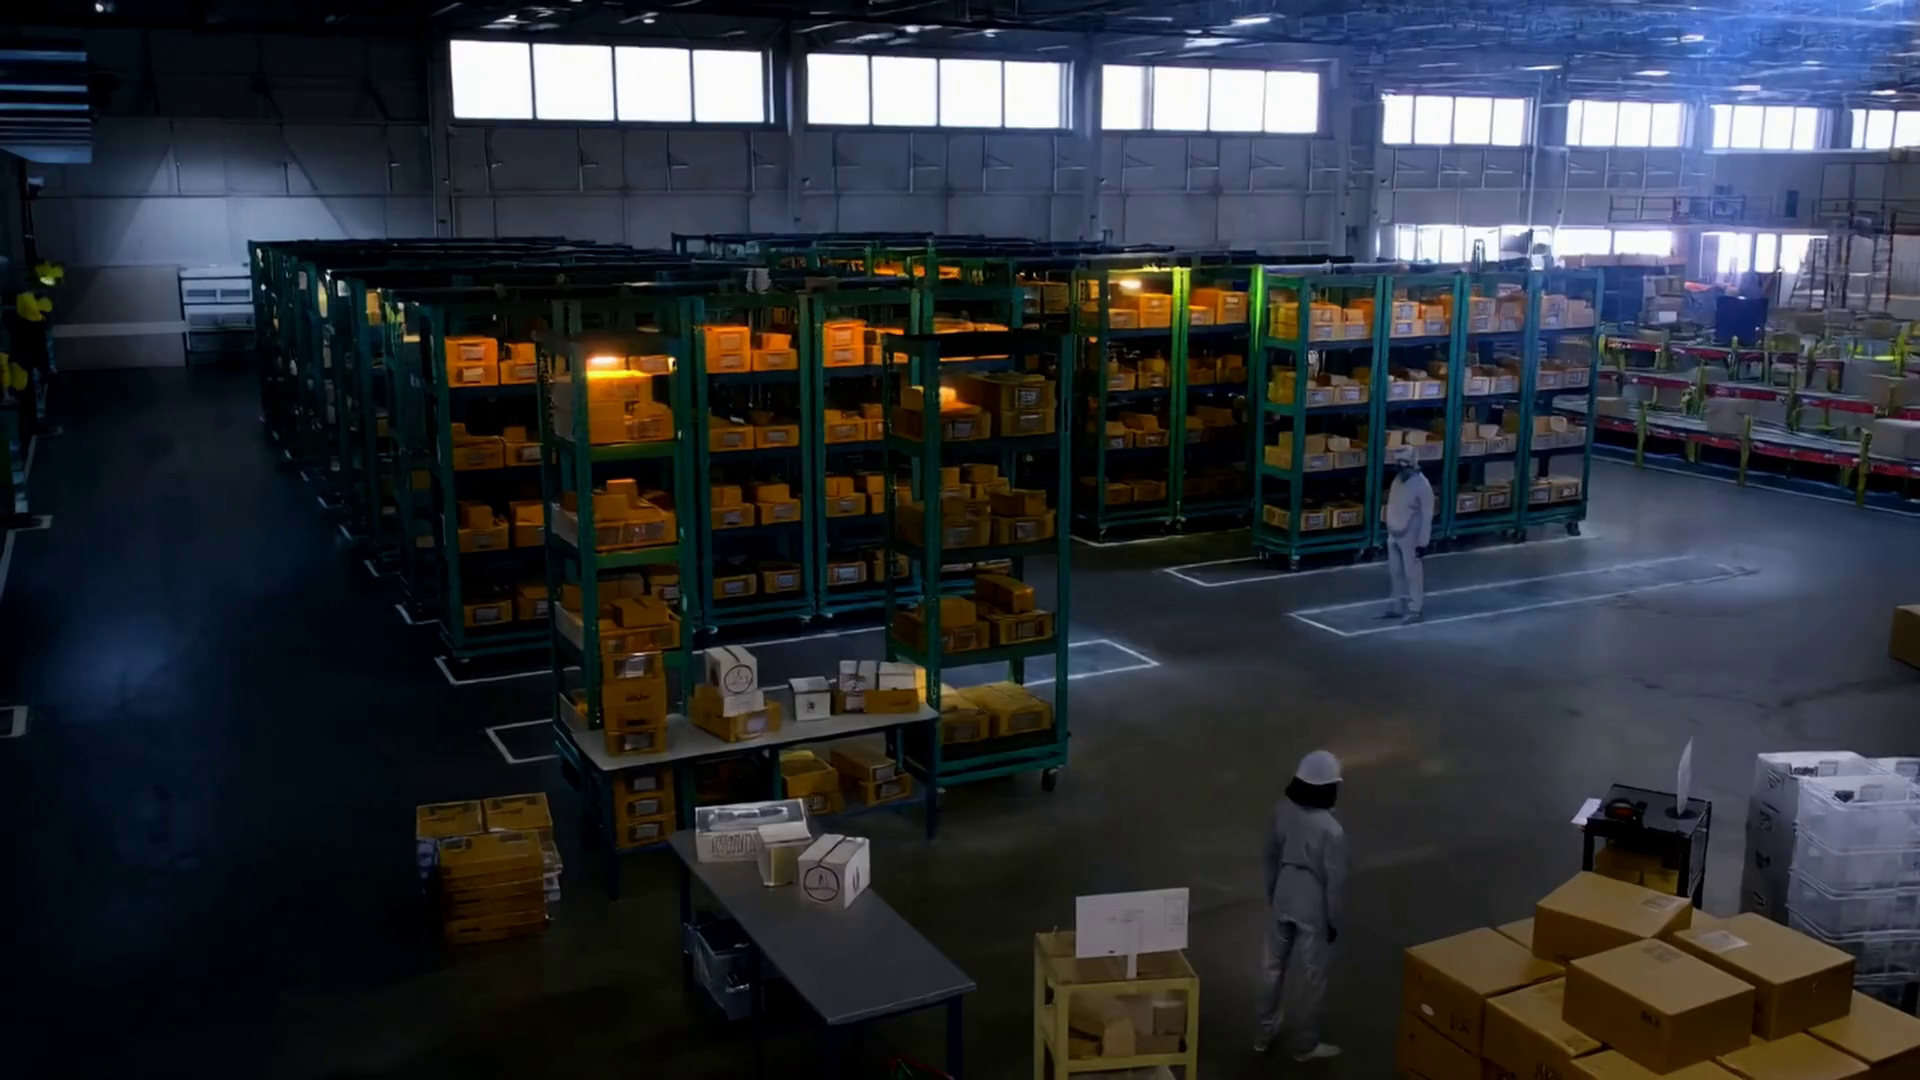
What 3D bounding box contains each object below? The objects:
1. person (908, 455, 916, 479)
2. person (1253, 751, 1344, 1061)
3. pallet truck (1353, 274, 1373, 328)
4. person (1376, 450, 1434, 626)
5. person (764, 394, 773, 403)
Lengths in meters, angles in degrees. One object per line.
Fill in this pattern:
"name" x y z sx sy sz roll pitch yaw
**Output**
"person" -0.790 -1.226 23.452 0.630 1.949 1.048 6 14 27
"person" 1.823 1.980 9.003 0.442 1.733 0.531 -11 16 -42
"pallet truck" 13.011 -8.050 55.243 0.823 1.965 1.885 -7 14 -28
"person" 4.797 -0.034 17.961 0.400 1.907 0.645 -5 13 -21
"person" -3.672 -2.787 31.101 0.585 1.793 0.963 -5 13 -24
